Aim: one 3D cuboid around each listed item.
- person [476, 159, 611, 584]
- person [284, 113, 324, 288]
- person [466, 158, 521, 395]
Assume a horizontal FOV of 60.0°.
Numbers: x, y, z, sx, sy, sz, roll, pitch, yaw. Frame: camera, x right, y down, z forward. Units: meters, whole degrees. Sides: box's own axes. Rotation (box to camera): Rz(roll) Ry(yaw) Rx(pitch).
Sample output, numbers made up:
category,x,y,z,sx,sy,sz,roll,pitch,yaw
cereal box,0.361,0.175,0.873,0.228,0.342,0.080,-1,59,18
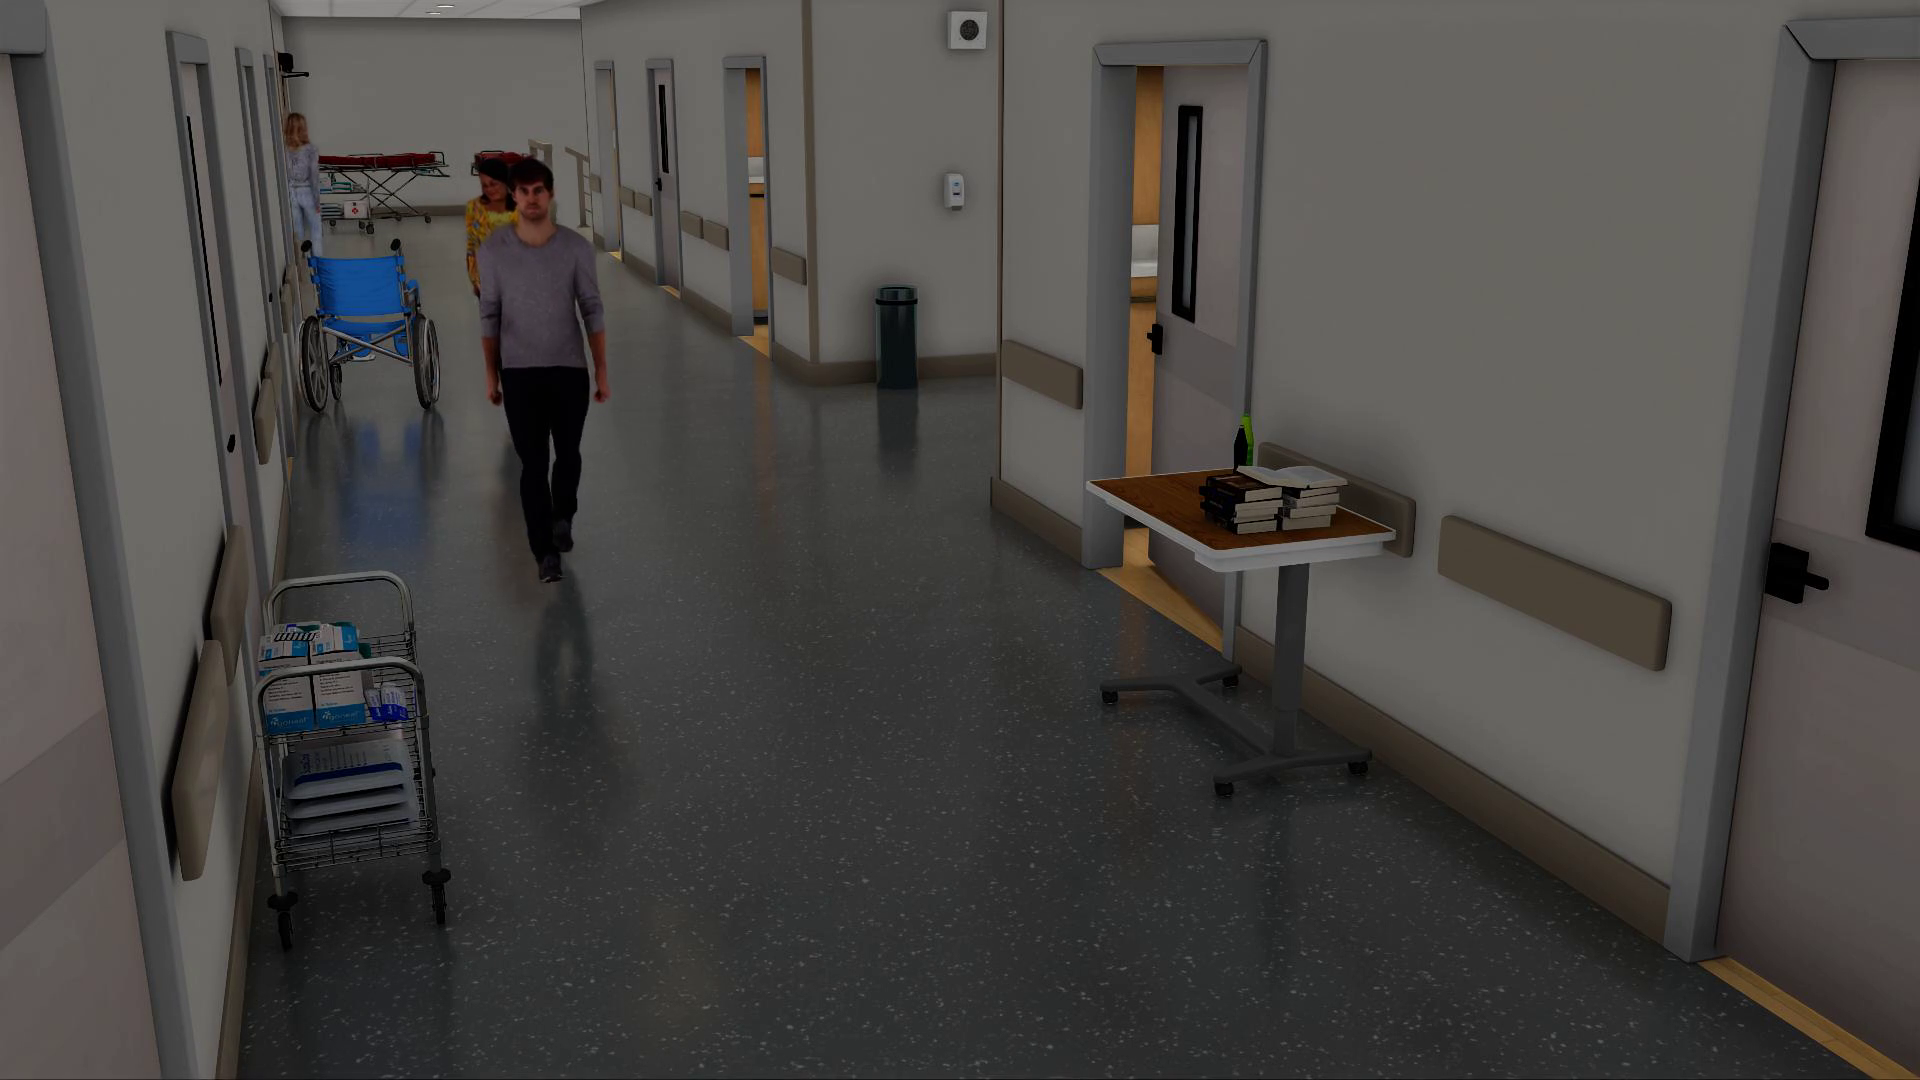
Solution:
category,x,y,z,sx,sy,sz,roll,pitch,yaw
person,-1.840,-0.736,7.398,0.708,1.791,1.182,-5,16,-17
person,-6.805,-3.459,17.078,0.873,1.778,1.063,3,16,9
person,-3.054,-1.706,11.288,0.754,1.547,1.081,-4,16,-15
